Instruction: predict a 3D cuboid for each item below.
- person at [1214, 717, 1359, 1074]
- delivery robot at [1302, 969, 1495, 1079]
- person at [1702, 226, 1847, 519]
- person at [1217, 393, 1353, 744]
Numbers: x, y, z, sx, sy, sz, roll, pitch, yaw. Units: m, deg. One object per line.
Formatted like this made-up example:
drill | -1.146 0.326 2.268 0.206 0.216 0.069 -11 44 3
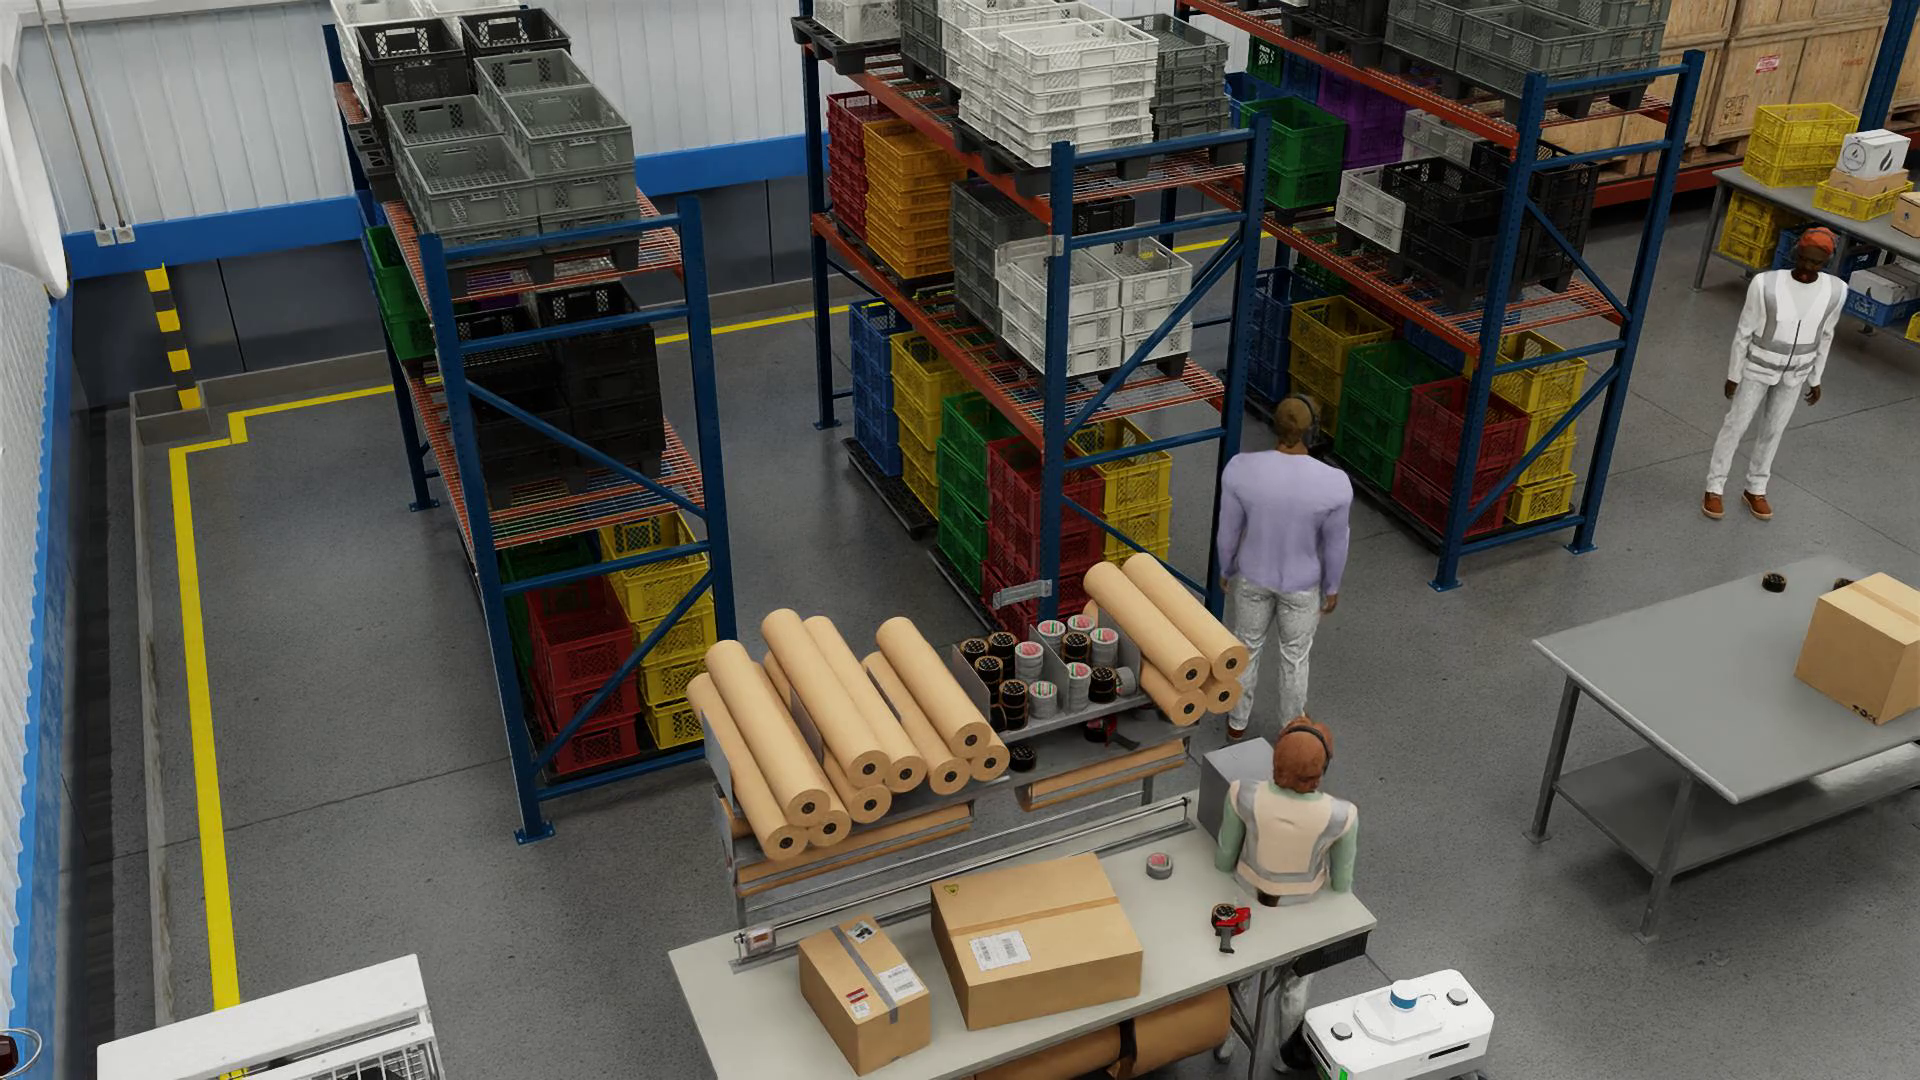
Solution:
person | 1.226 1.393 6.395 0.523 1.631 0.315 8 32 12
delivery robot | 1.701 1.919 6.473 0.707 0.478 0.477 -11 33 -17
person | 4.915 -0.997 10.036 0.572 1.886 0.355 2 32 4
person | 1.545 0.183 8.073 0.627 1.935 0.371 12 34 18
